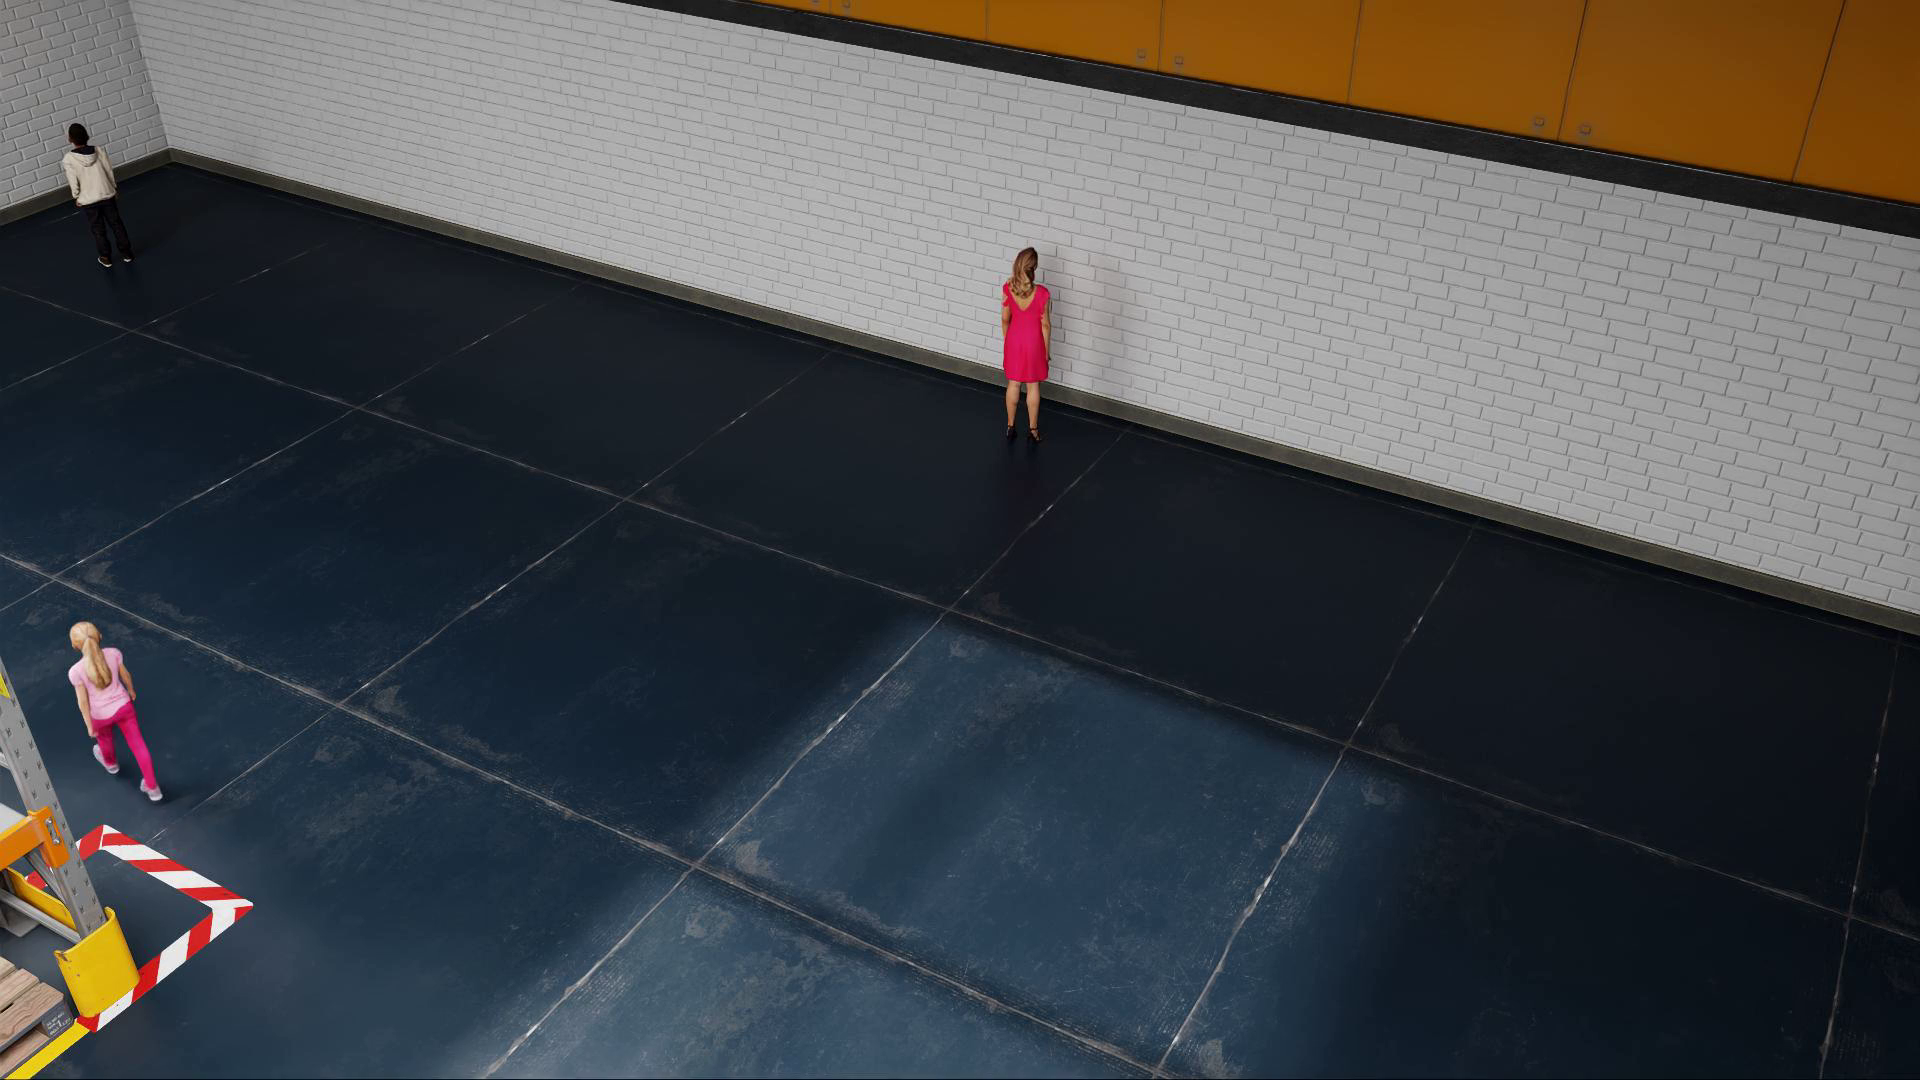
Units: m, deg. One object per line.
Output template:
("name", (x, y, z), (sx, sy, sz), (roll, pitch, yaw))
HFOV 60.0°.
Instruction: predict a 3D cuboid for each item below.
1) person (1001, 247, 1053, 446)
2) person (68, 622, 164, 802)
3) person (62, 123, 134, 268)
("person", (0.529, -1.590, 13.643), (0.600, 1.728, 0.577), (12, 36, 18))
("person", (-5.115, 1.059, 10.095), (0.700, 1.244, 0.861), (27, 42, 34))
("person", (-8.680, -3.472, 16.721), (0.580, 1.455, 0.708), (-23, 40, -31))
